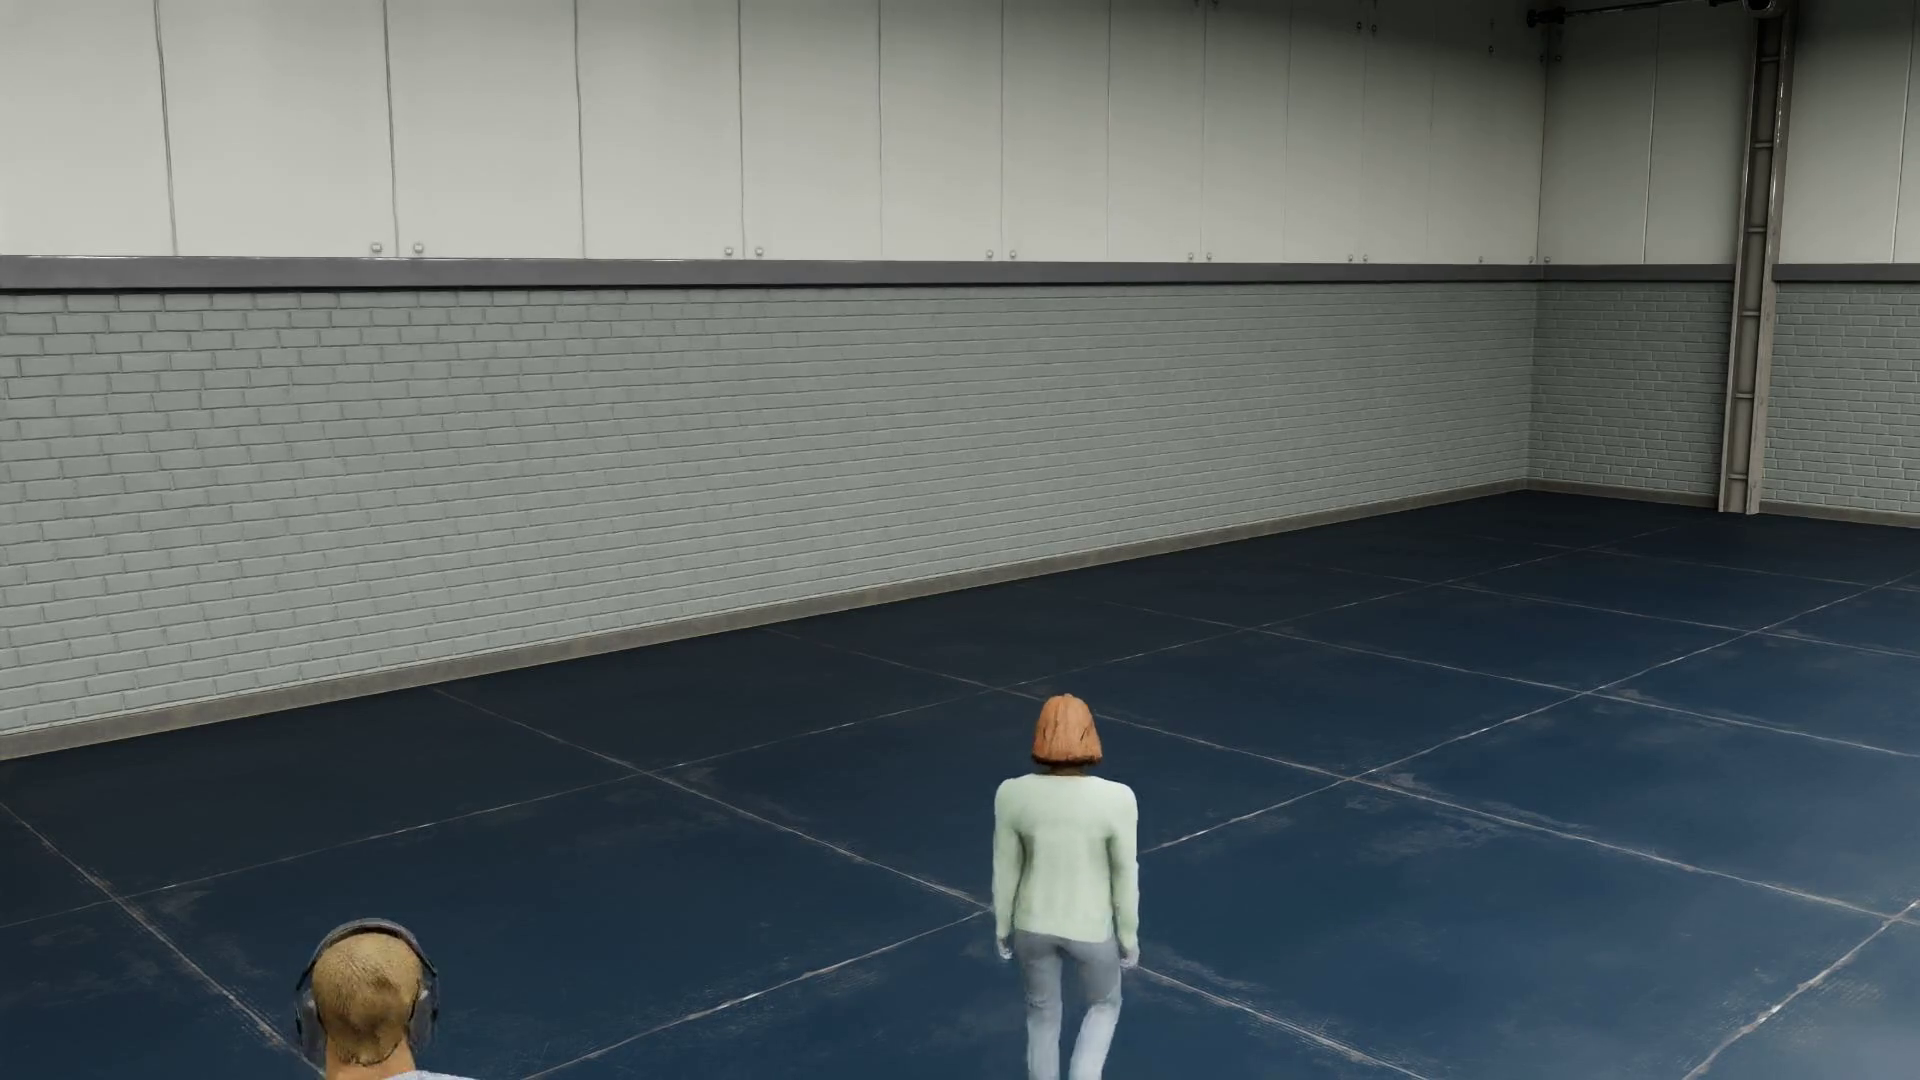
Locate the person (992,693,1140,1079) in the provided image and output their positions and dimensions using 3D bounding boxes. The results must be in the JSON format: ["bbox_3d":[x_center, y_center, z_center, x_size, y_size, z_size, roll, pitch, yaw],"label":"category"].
[{"bbox_3d":[0.354,1.321,5.652,0.515,1.618,0.383,3,10,17],"label":"person"}]

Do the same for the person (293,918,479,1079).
[{"bbox_3d":[-1.082,1.591,3.129,0.656,1.896,0.957,-3,10,-20],"label":"person"}]
